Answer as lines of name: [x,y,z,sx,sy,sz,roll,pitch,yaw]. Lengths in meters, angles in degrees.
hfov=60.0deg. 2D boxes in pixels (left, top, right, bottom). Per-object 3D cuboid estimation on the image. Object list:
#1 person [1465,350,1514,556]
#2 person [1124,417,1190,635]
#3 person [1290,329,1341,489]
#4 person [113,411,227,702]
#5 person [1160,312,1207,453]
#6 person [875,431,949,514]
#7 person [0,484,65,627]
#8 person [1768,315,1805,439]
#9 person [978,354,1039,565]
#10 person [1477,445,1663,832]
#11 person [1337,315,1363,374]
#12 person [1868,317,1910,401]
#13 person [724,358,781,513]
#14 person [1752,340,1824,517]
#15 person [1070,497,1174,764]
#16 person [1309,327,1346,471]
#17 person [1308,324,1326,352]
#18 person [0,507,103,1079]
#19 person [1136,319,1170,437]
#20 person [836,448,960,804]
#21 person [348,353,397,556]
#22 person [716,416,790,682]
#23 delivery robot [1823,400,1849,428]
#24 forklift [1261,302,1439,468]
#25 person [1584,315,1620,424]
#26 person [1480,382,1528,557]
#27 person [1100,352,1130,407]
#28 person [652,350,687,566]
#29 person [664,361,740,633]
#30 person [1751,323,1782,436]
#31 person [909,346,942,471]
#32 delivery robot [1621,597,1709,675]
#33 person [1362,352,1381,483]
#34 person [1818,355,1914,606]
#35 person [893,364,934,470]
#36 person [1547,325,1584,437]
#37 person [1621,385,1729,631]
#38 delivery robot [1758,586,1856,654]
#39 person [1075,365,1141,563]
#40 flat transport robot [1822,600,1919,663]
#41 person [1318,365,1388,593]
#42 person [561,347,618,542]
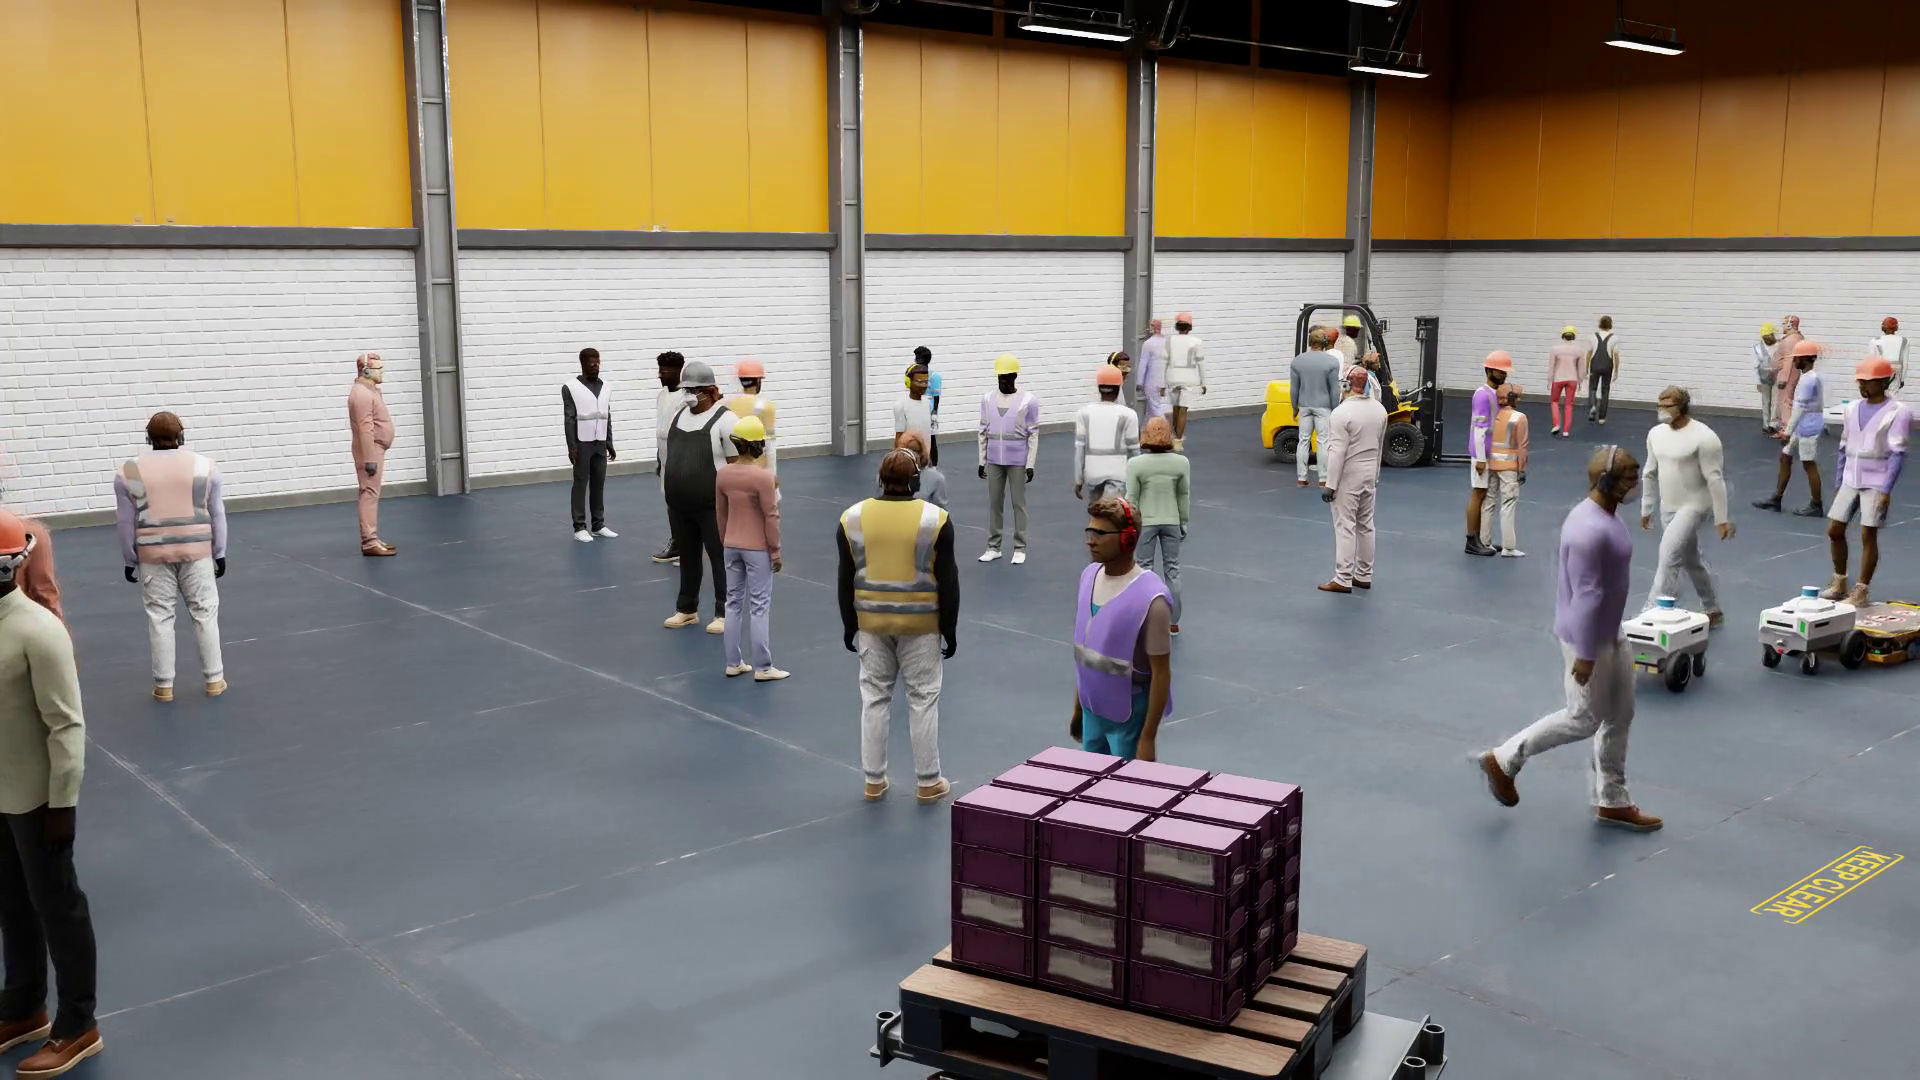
person: [5.008,-0.822,15.710,0.376,1.934,0.548,6,12,33]
person: [1.453,-0.095,12.327,0.499,1.634,0.279,-2,10,-9]
person: [4.304,-1.584,20.155,0.627,1.940,0.371,6,11,32]
person: [-4.990,0.103,10.565,0.624,1.844,0.430,-5,11,-25]
person: [3.247,-2.279,24.031,0.625,1.997,0.980,5,11,26]
person: [-0.333,0.033,11.657,0.517,1.609,0.698,-1,10,-4]
person: [-4.542,0.513,7.823,0.612,1.963,0.942,-4,11,-23]
person: [12.769,-2.512,25.687,0.407,1.906,0.655,8,13,39]
person: [0.431,-0.741,15.252,0.587,1.928,0.362,4,11,24]
person: [3.050,0.474,8.181,0.793,1.910,0.636,6,11,31]
person: [5.967,-2.486,25.504,0.419,1.911,0.620,0,10,2]
person: [14.295,-2.493,25.661,0.577,1.881,0.353,3,10,15]
person: [-1.830,-0.641,14.685,0.569,1.917,0.414,5,11,29]
person: [9.025,-1.204,18.044,0.842,1.907,0.548,5,11,28]
person: [0.662,0.733,6.856,0.390,1.848,0.563,-5,11,-29]
person: [4.831,-1.843,21.835,0.355,1.884,0.575,8,12,38]
person: [5.243,-2.224,24.243,0.461,1.829,0.642,0,10,-3]
person: [-3.250,0.855,5.710,0.613,1.995,0.391,6,11,30]
person: [2.964,-2.461,25.533,0.664,1.866,0.905,-9,13,-43]
person: [-0.307,0.442,8.581,0.633,1.841,0.429,2,10,12]
person: [-5.533,-0.805,15.693,0.399,1.908,0.643,-3,10,-17]
person: [-1.388,0.060,11.041,0.522,1.768,0.311,7,12,35]
delivery robot: [13.925,-1.968,26.177,0.707,0.478,0.477,5,11,27]
forklift: [5.320,-2.157,22.763,2.313,2.155,1.214,3,10,16]
person: [10.761,-2.850,27.884,0.544,1.830,0.450,5,11,25]
person: [5.095,-0.658,15.616,0.315,1.637,0.514,-6,12,-33]
person: [1.549,-0.958,16.709,0.319,1.865,0.521,3,10,15]
person: [-2.582,-0.743,15.150,0.361,1.963,0.612,-9,13,-43]
person: [-1.960,-0.321,12.464,0.683,2.000,0.538,5,11,29]
person: [12.769,-2.522,26.167,0.633,1.768,0.791,5,11,28]
person: [-0.457,-1.588,20.895,0.319,1.695,0.532,-9,14,-44]
delivery robot: [4.668,0.620,11.025,0.707,0.478,0.477,-9,13,-43]
person: [5.029,-1.494,20.504,0.308,1.640,0.511,4,10,22]
person: [7.199,-0.449,13.228,0.417,2.040,0.630,-4,10,-21]
person: [-0.398,-0.644,14.882,0.315,1.861,0.526,7,12,36]
person: [9.446,-2.482,25.968,0.543,1.747,0.530,2,10,11]
person: [5.366,-0.209,12.324,1.035,1.877,0.679,-3,10,-18]
delivery robot: [5.793,0.562,11.367,0.707,0.478,0.477,-7,12,-34]
person: [1.280,-0.572,14.418,0.558,1.884,1.023,4,10,21]
flat transport robot: [6.698,0.645,11.982,1.431,0.197,0.652,-7,12,-34]
person: [3.271,-0.509,13.956,0.638,1.910,0.407,-8,12,-38]
person: [-3.680,-0.952,16.524,0.391,1.918,0.593,7,12,35]
